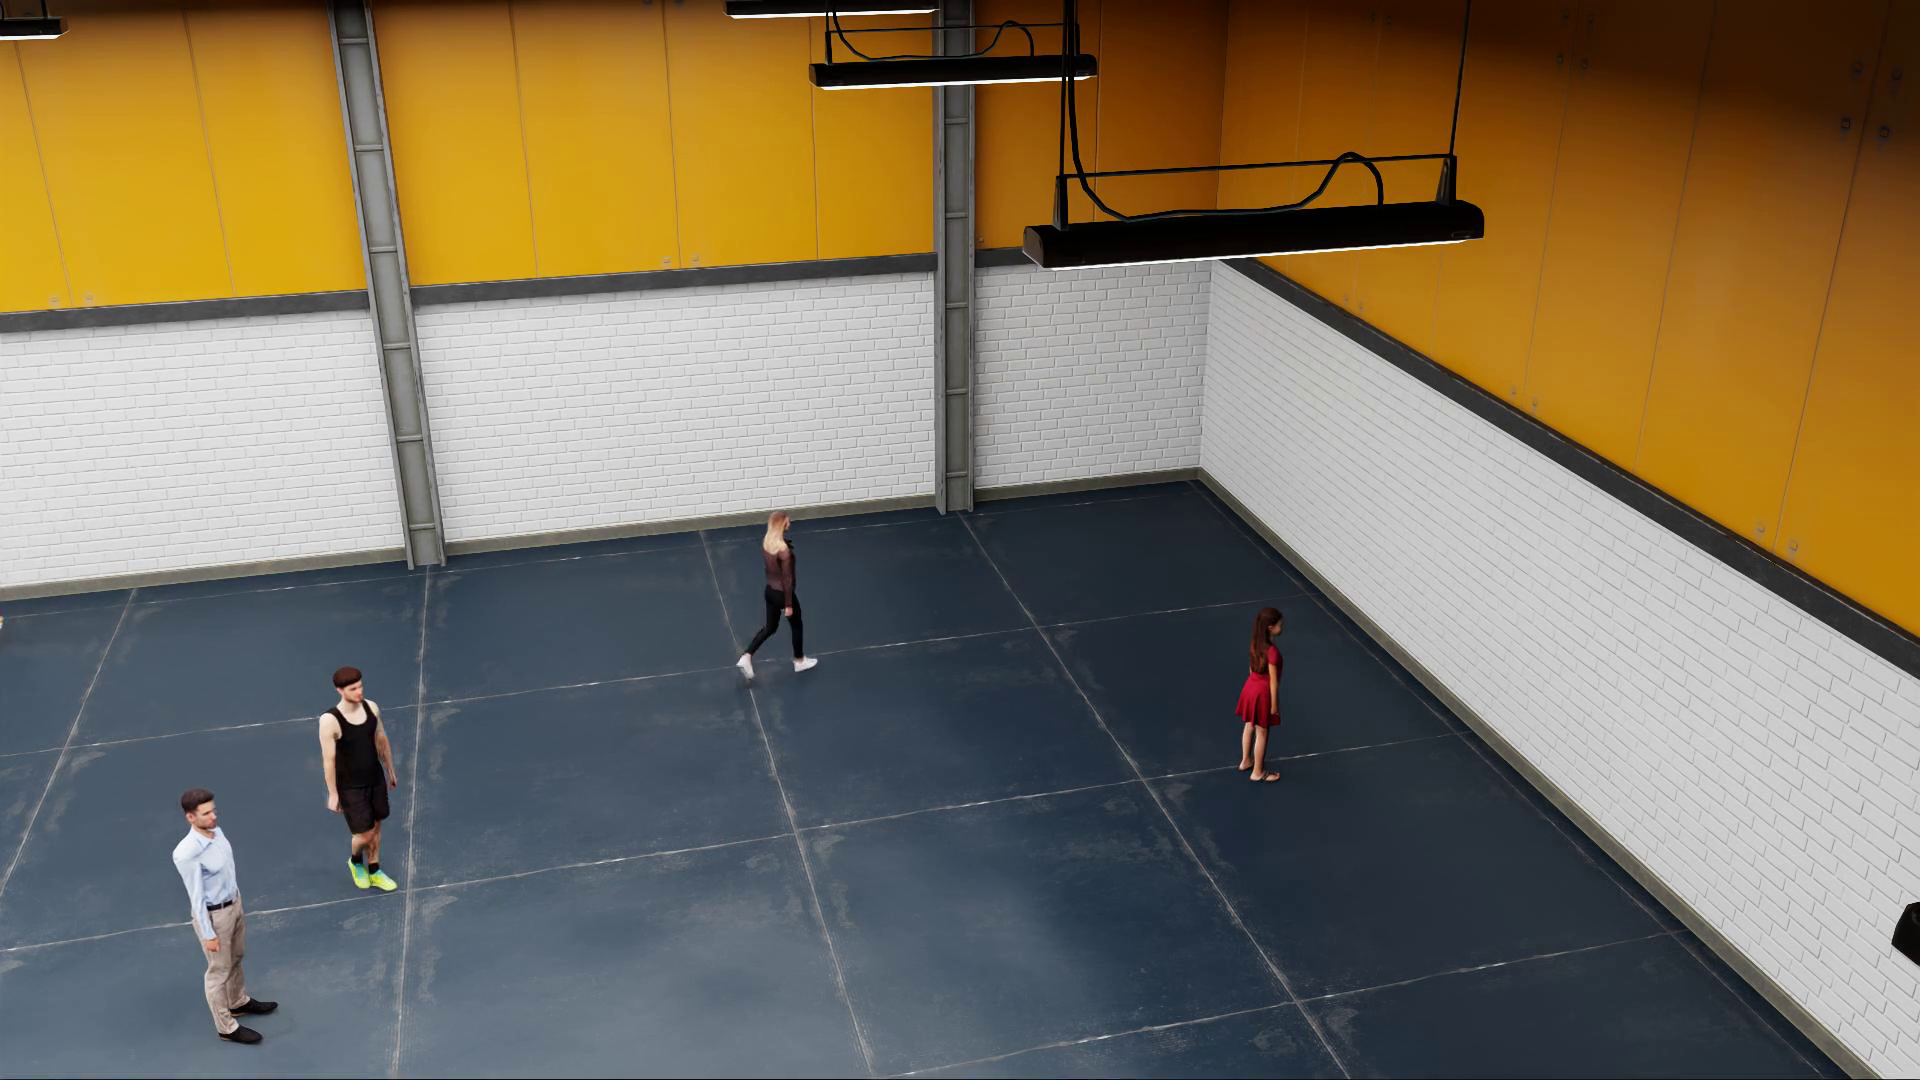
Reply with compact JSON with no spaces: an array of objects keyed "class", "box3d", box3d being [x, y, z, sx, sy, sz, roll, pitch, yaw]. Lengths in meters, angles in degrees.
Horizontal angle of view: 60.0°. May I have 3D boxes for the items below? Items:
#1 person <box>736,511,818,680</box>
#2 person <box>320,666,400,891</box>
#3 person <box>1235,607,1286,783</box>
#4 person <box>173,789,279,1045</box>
[{"class":"person","box3d":[-1.745,0.548,15.515,1.155,1.679,0.886,-17,29,-33]},{"class":"person","box3d":[-4.545,1.779,12.442,0.899,1.885,0.837,14,27,29]},{"class":"person","box3d":[2.541,1.285,13.988,0.610,1.551,0.550,-8,25,-18]},{"class":"person","box3d":[-4.885,2.447,10.962,0.674,1.845,0.703,0,24,-1]}]
